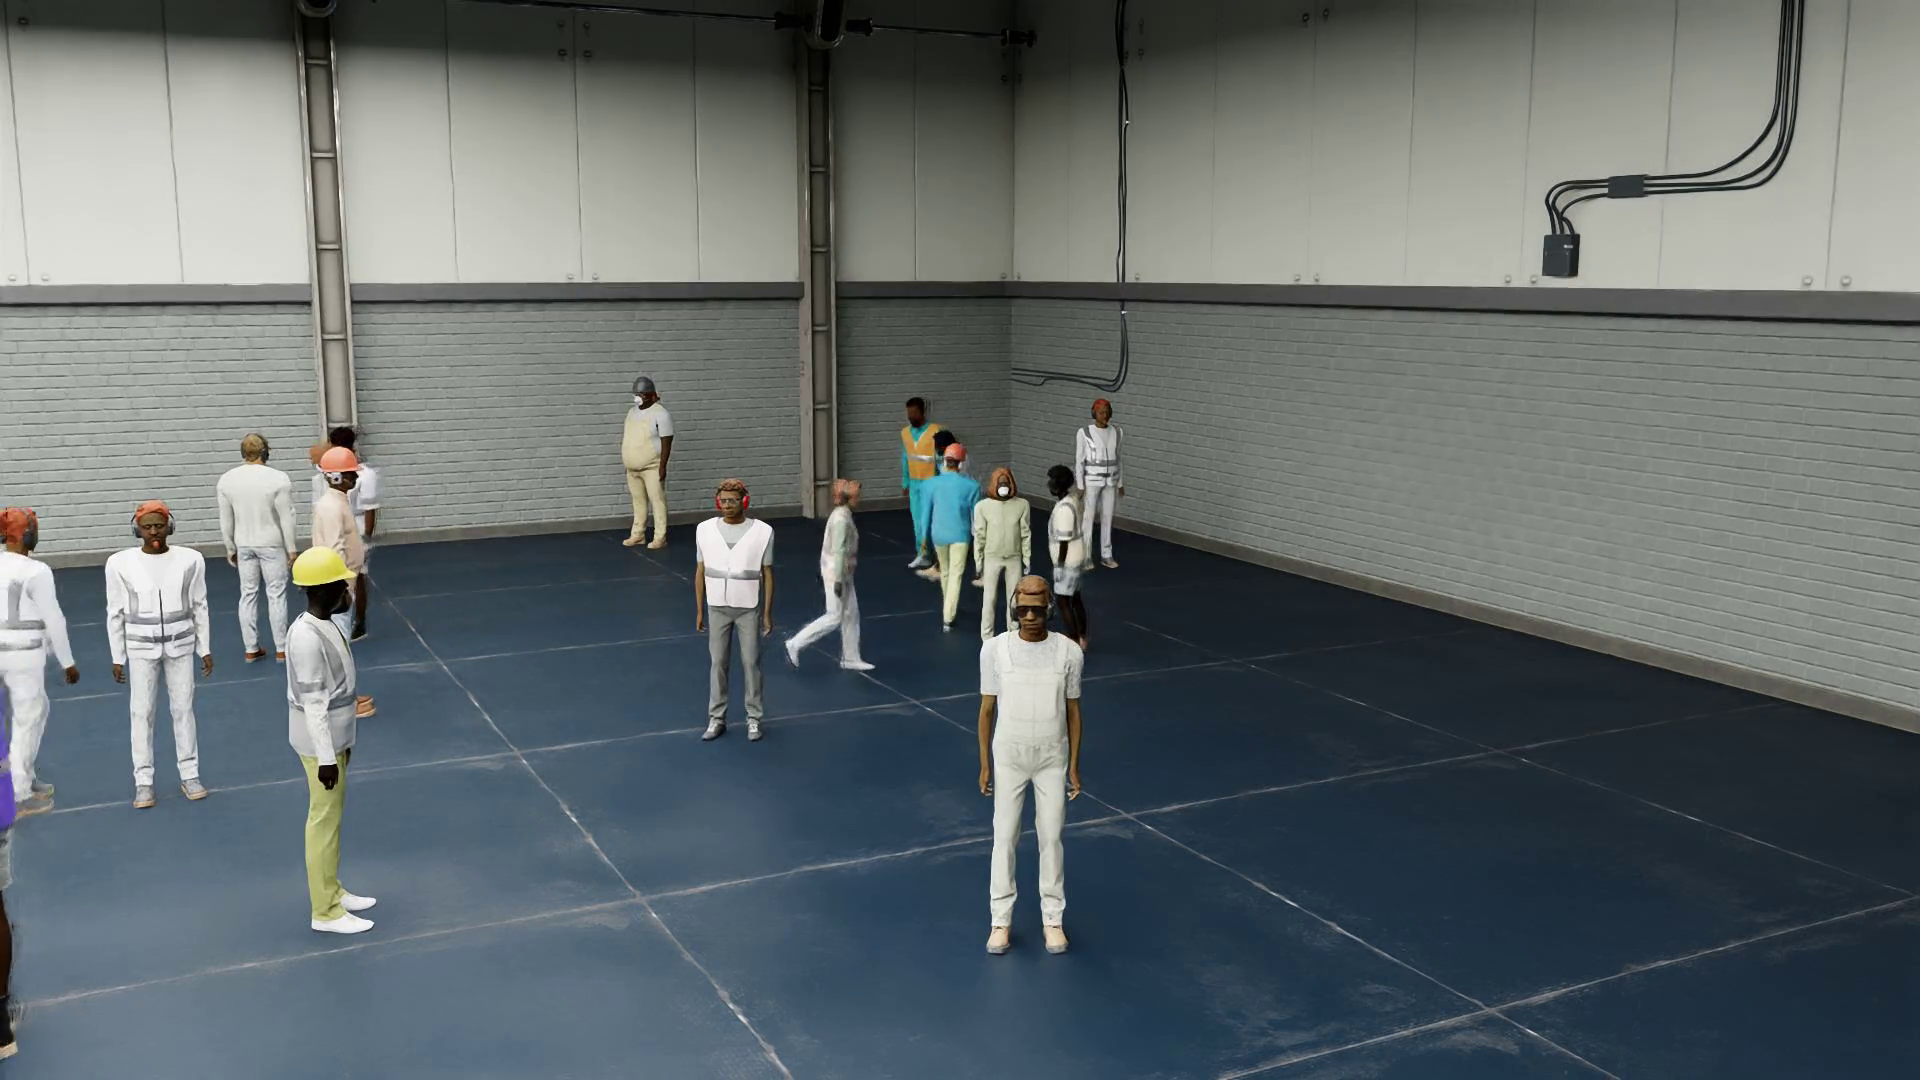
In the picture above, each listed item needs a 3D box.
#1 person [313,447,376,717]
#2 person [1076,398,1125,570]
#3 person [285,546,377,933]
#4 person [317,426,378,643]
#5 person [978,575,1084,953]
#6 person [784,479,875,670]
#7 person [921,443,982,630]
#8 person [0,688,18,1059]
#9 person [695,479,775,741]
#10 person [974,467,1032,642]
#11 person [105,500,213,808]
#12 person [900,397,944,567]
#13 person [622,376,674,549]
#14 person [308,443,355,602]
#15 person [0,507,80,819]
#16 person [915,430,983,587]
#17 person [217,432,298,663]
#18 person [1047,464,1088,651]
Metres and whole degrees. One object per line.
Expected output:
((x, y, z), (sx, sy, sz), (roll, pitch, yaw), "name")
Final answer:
((-4.558, 0.305, 12.290), (0.391, 1.995, 0.613), (-3, 10, -19), "person")
((1.547, -0.616, 18.308), (0.584, 1.882, 0.344), (-4, 10, -24), "person")
((-3.147, 0.987, 8.289), (0.354, 1.930, 0.587), (-3, 10, -16), "person")
((-5.407, -0.029, 14.538), (0.671, 1.928, 0.563), (3, 10, 18), "person")
((0.341, 1.075, 8.005), (0.507, 1.846, 0.345), (0, 9, -1), "person")
((-1.061, 0.292, 13.552), (0.666, 1.610, 0.530), (0, 9, 2), "person")
((-0.064, -0.052, 15.404), (0.572, 1.696, 0.916), (2, 10, 15), "person")
((-4.155, 1.208, 6.941), (0.402, 1.931, 0.716), (0, 9, -1), "person")
((-1.570, 0.485, 11.640), (0.565, 1.846, 0.390), (1, 9, 4), "person")
((0.362, 0.187, 14.162), (0.499, 1.627, 0.279), (-2, 9, -12), "person")
((-4.922, 0.692, 10.248), (0.575, 1.883, 0.351), (-6, 11, -32), "person")
((-0.356, -0.652, 18.504), (0.635, 1.893, 0.573), (7, 12, 37), "person")
((-3.741, -0.918, 19.685), (0.683, 2.000, 0.538), (6, 11, 32), "person")
((-6.183, -0.163, 16.358), (0.562, 1.602, 0.528), (0, 9, 2), "person")
((-5.661, 0.731, 10.069), (0.570, 1.866, 0.589), (5, 10, 27), "person")
((-0.045, -0.323, 17.253), (0.883, 1.623, 0.558), (2, 9, 10), "person")
((-5.846, 0.070, 13.909), (0.627, 1.941, 0.374), (1, 9, 4), "person")
((0.931, 0.168, 14.173), (0.368, 1.665, 0.701), (2, 9, 9), "person")
